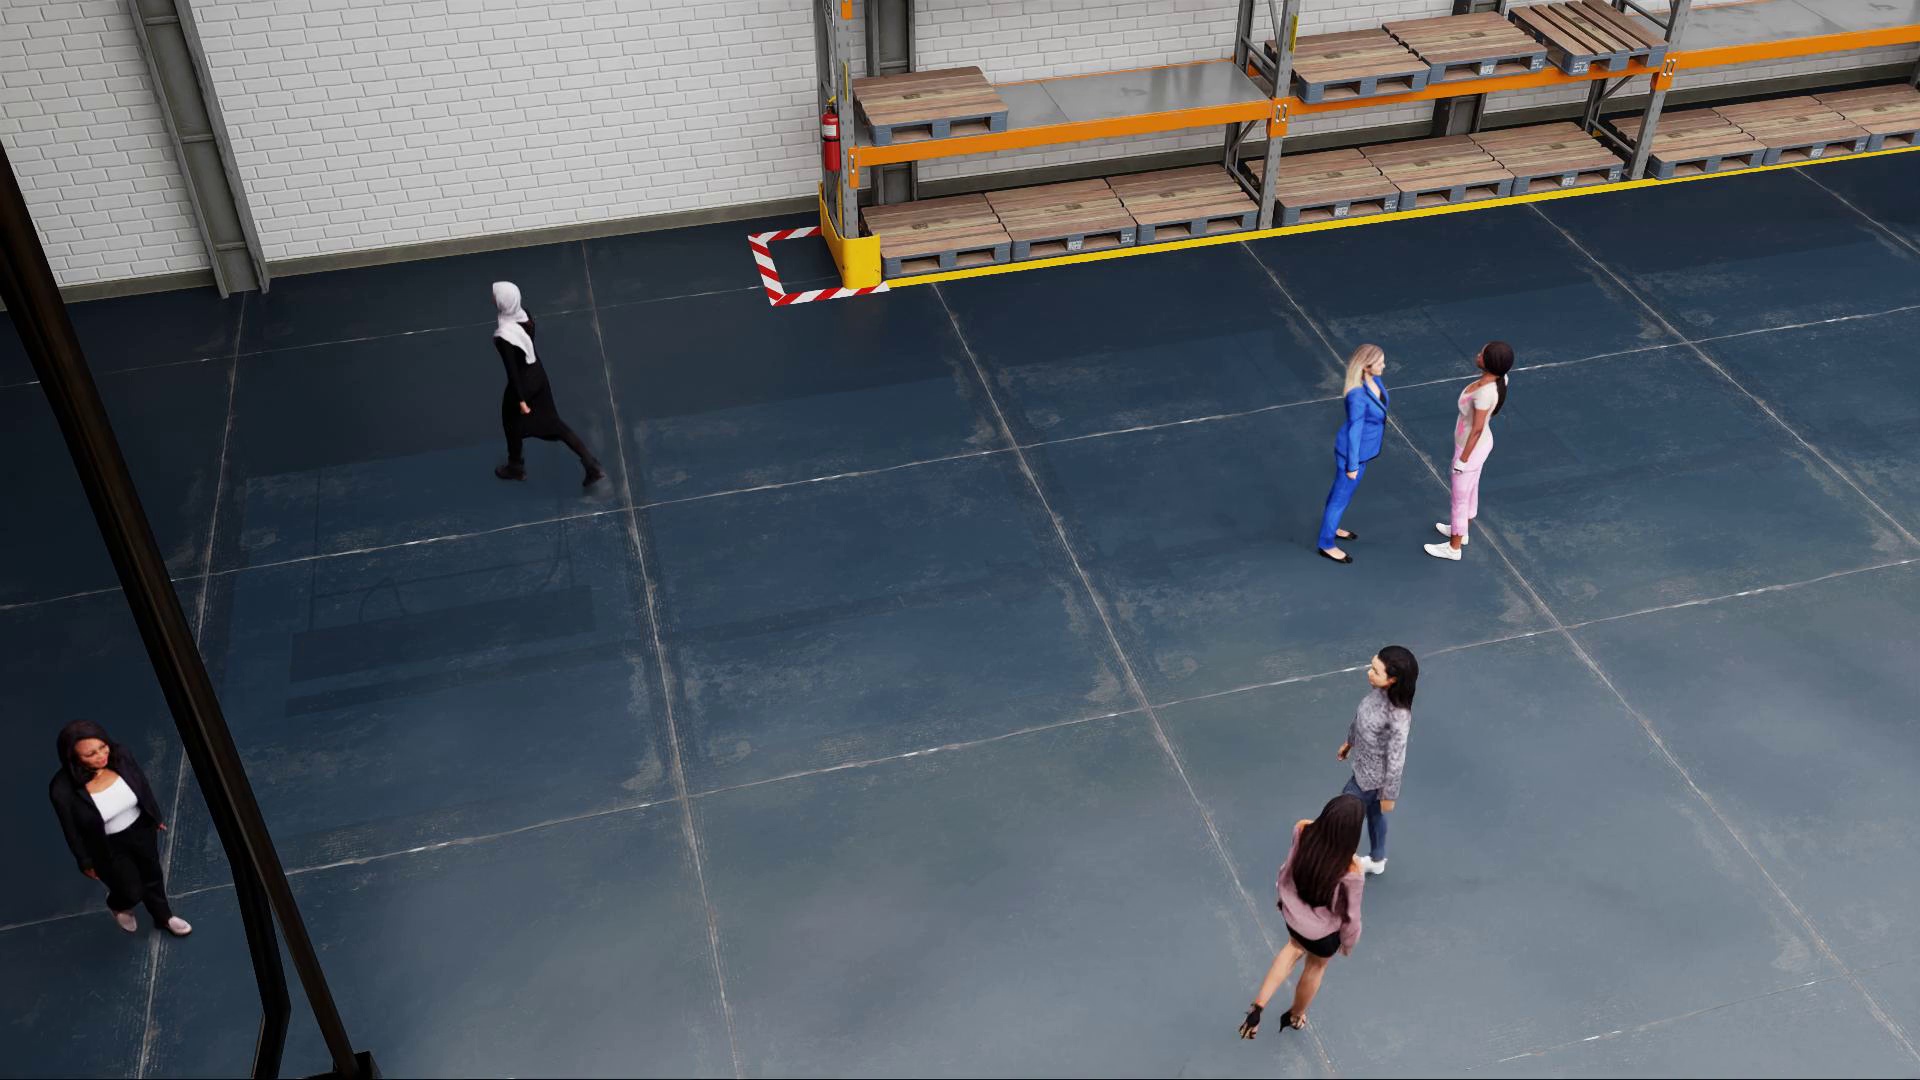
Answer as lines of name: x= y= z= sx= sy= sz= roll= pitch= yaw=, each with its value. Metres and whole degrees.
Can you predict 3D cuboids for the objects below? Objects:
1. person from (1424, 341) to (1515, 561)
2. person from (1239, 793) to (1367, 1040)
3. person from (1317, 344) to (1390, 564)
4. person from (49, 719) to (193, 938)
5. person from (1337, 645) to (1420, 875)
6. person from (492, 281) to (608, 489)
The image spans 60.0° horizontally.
person: x=3.547 y=-0.629 z=11.506 sx=0.711 sy=1.742 sz=0.651 roll=20 pitch=43 yaw=23
person: x=1.684 y=1.947 z=8.236 sx=0.912 sy=1.797 sz=0.814 roll=-28 pitch=46 yaw=-30
person: x=2.715 y=-0.624 z=11.533 sx=0.729 sy=1.700 sz=0.710 roll=12 pitch=40 yaw=15
person: x=-4.556 y=1.553 z=8.882 sx=0.906 sy=1.606 sz=0.846 roll=18 pitch=42 yaw=21
person: x=2.376 y=1.259 z=9.163 sx=0.760 sy=1.715 sz=0.723 roll=1 pitch=39 yaw=1
person: x=-3.043 y=-1.079 z=12.068 sx=1.228 sy=1.743 sz=1.023 roll=12 pitch=40 yaw=14
